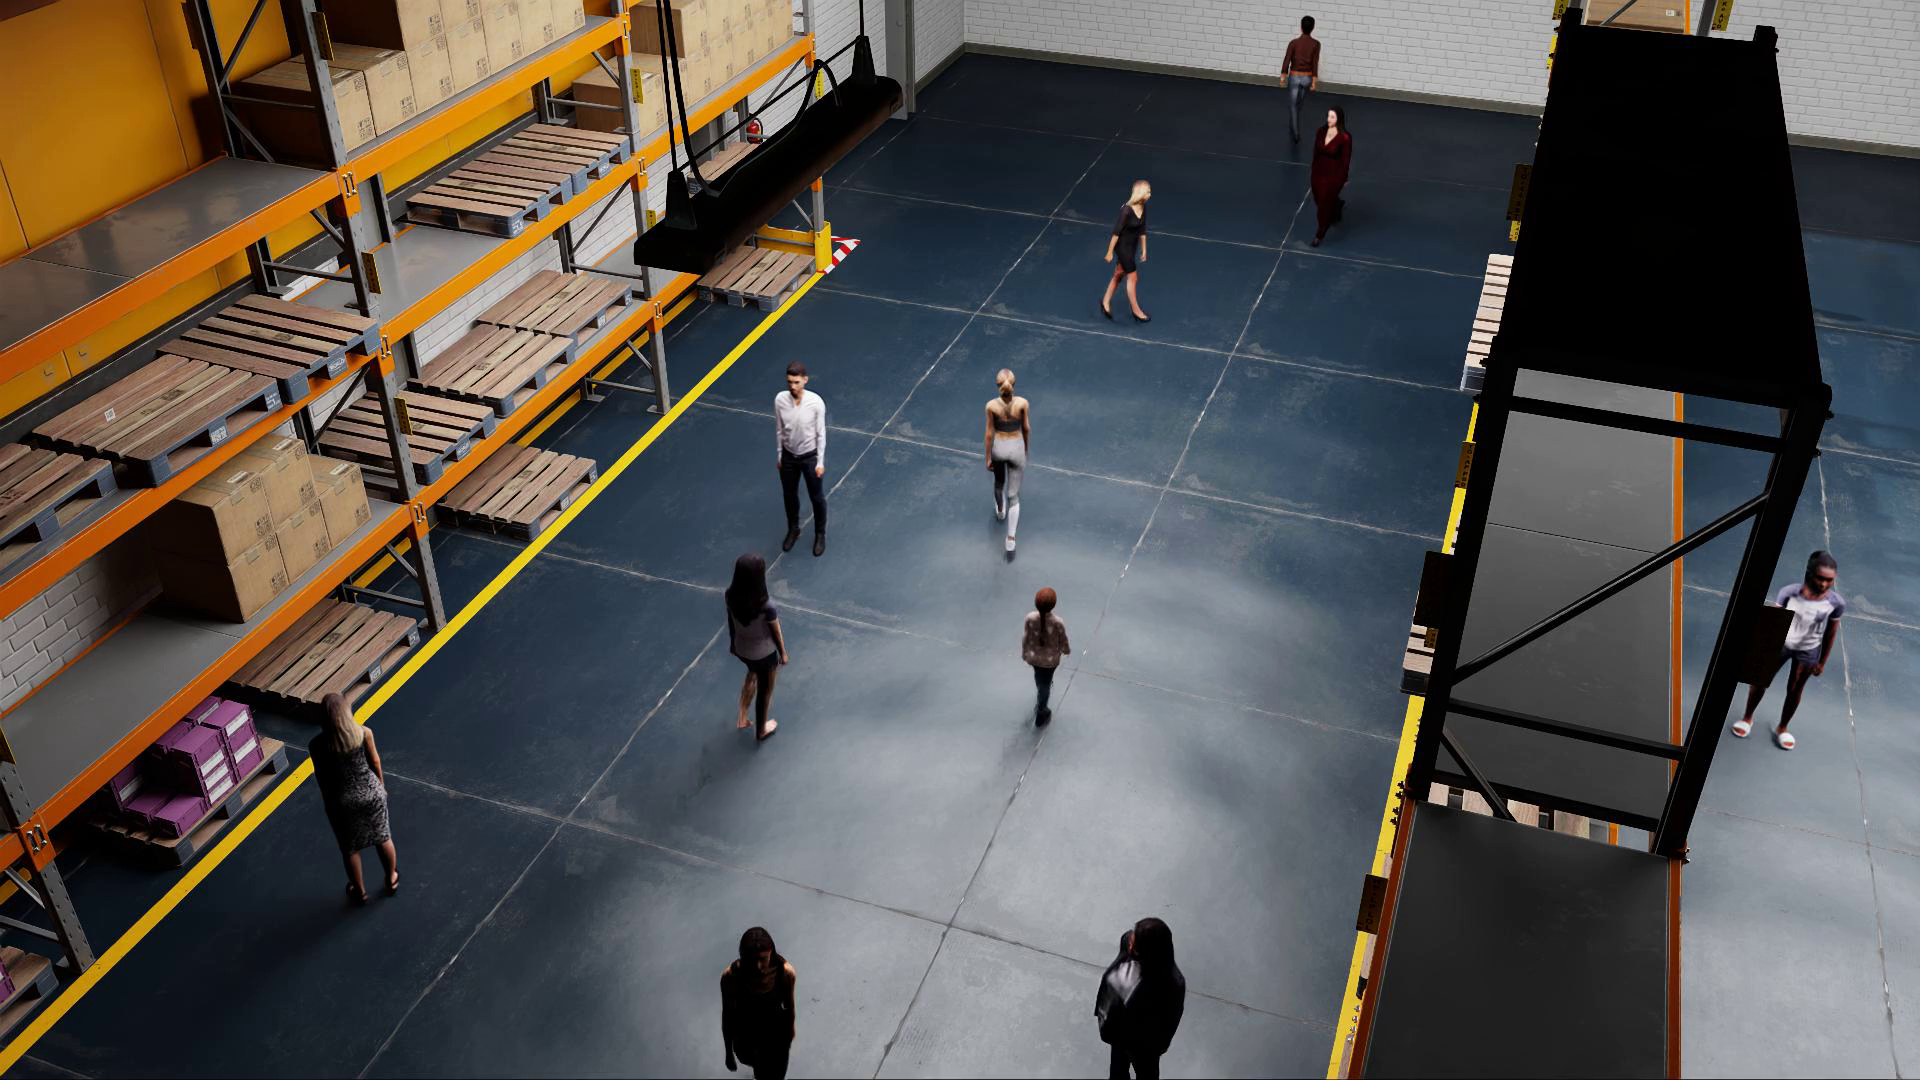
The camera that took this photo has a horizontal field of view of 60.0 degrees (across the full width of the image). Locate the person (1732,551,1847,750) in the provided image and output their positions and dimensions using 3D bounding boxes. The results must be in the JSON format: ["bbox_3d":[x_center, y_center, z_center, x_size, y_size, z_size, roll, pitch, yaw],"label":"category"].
[{"bbox_3d":[6.259,0.826,12.489,0.633,1.714,0.576,15,37,21],"label":"person"}]

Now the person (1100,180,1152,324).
[{"bbox_3d":[1.803,-3.237,18.678,0.914,1.631,0.841,-29,43,-36],"label":"person"}]

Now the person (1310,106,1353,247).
[{"bbox_3d":[4.603,-4.504,20.491,1.111,1.733,0.938,-27,42,-34],"label":"person"}]

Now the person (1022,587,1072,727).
[{"bbox_3d":[0.628,0.921,12.837,0.507,1.171,0.739,14,36,20],"label":"person"}]

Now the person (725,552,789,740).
[{"bbox_3d":[-1.580,0.851,12.468,0.652,1.696,0.675,19,38,26],"label":"person"}]

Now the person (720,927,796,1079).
[{"bbox_3d":[-1.165,2.794,9.581,0.908,1.655,1.224,-2,34,-3],"label":"person"}]

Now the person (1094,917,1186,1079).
[{"bbox_3d":[1.030,2.776,9.656,0.838,1.603,0.800,-22,39,-29],"label":"person"}]

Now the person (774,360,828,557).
[{"bbox_3d":[-1.397,-0.754,14.730,0.618,1.865,0.575,9,35,13],"label":"person"}]

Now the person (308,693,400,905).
[{"bbox_3d":[-4.051,1.738,11.128,0.636,1.702,0.704,-16,37,-22],"label":"person"}]

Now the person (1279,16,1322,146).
[{"bbox_3d":[4.781,-6.418,23.356,0.910,1.749,1.198,0,34,-1],"label":"person"}]

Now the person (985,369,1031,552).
[{"bbox_3d":[0.434,-0.696,14.824,0.786,1.665,1.182,1,34,2],"label":"person"}]
